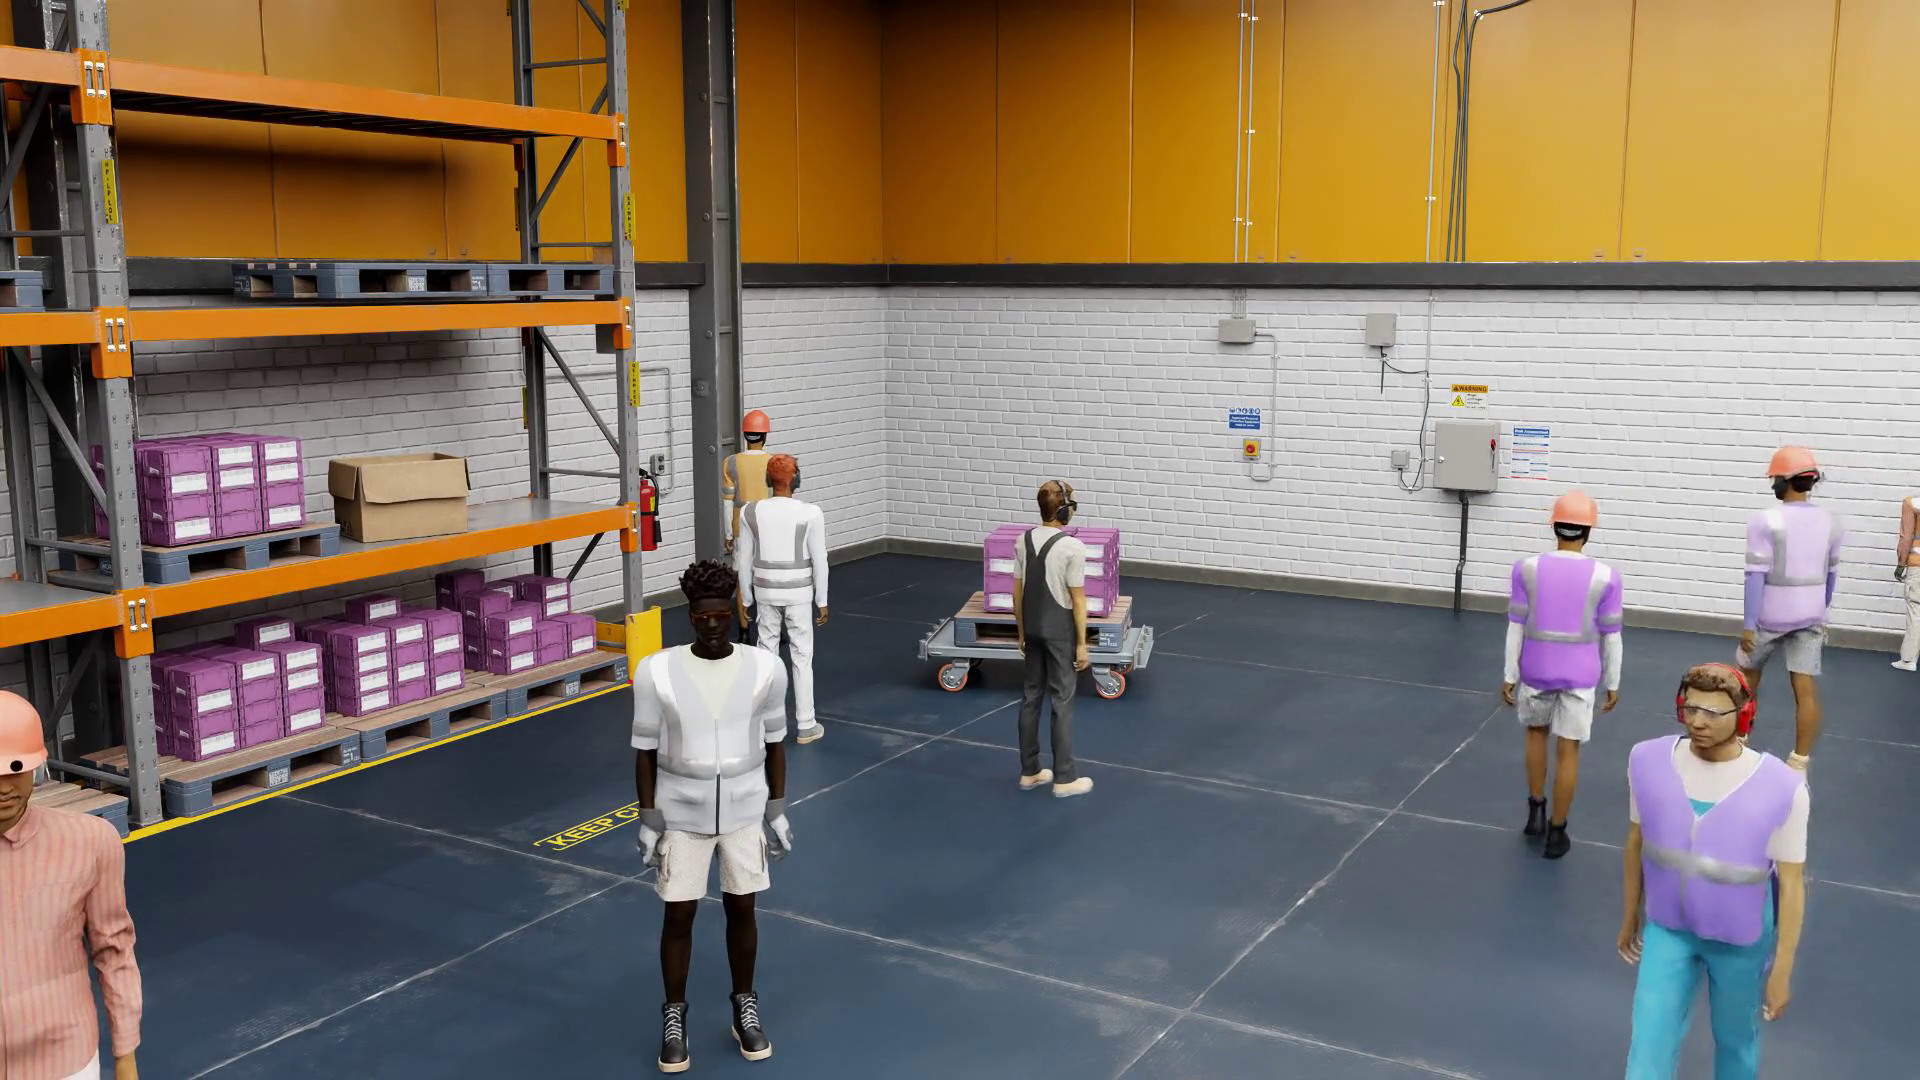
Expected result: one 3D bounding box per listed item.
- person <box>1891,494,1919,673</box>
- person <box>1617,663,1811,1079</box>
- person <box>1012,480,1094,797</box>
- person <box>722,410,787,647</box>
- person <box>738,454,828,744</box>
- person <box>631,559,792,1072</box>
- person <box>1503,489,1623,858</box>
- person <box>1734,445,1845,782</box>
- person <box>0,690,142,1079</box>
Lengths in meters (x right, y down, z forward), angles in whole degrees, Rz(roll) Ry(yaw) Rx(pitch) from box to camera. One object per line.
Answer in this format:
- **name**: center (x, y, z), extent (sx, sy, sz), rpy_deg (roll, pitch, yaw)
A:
- **person**: center (7.366, 0.200, 12.611), extent (0.514, 1.645, 0.307), rpy_deg (1, 9, 4)
- **person**: center (2.349, 1.288, 5.315), extent (0.593, 1.796, 0.935), rpy_deg (8, 12, 41)
- **person**: center (0.533, 0.568, 9.684), extent (0.506, 1.845, 0.344), rpy_deg (8, 12, 42)
- **person**: center (-1.641, -0.084, 13.467), extent (0.552, 1.937, 0.356), rpy_deg (0, 9, -1)
- **person**: center (-1.132, 0.380, 10.738), extent (0.587, 1.882, 0.341), rpy_deg (1, 9, 9)
- **person**: center (-0.945, 1.039, 6.367), extent (0.601, 1.967, 0.369), rpy_deg (-3, 9, -16)
- **person**: center (3.171, 0.685, 8.728), extent (0.568, 1.913, 0.603), rpy_deg (5, 10, 27)
- **person**: center (4.898, 0.430, 10.021), extent (0.644, 2.009, 0.908), rpy_deg (-1, 9, -7)
- **person**: center (-2.459, 1.358, 4.330), extent (0.617, 1.990, 0.399), rpy_deg (-6, 11, -34)
